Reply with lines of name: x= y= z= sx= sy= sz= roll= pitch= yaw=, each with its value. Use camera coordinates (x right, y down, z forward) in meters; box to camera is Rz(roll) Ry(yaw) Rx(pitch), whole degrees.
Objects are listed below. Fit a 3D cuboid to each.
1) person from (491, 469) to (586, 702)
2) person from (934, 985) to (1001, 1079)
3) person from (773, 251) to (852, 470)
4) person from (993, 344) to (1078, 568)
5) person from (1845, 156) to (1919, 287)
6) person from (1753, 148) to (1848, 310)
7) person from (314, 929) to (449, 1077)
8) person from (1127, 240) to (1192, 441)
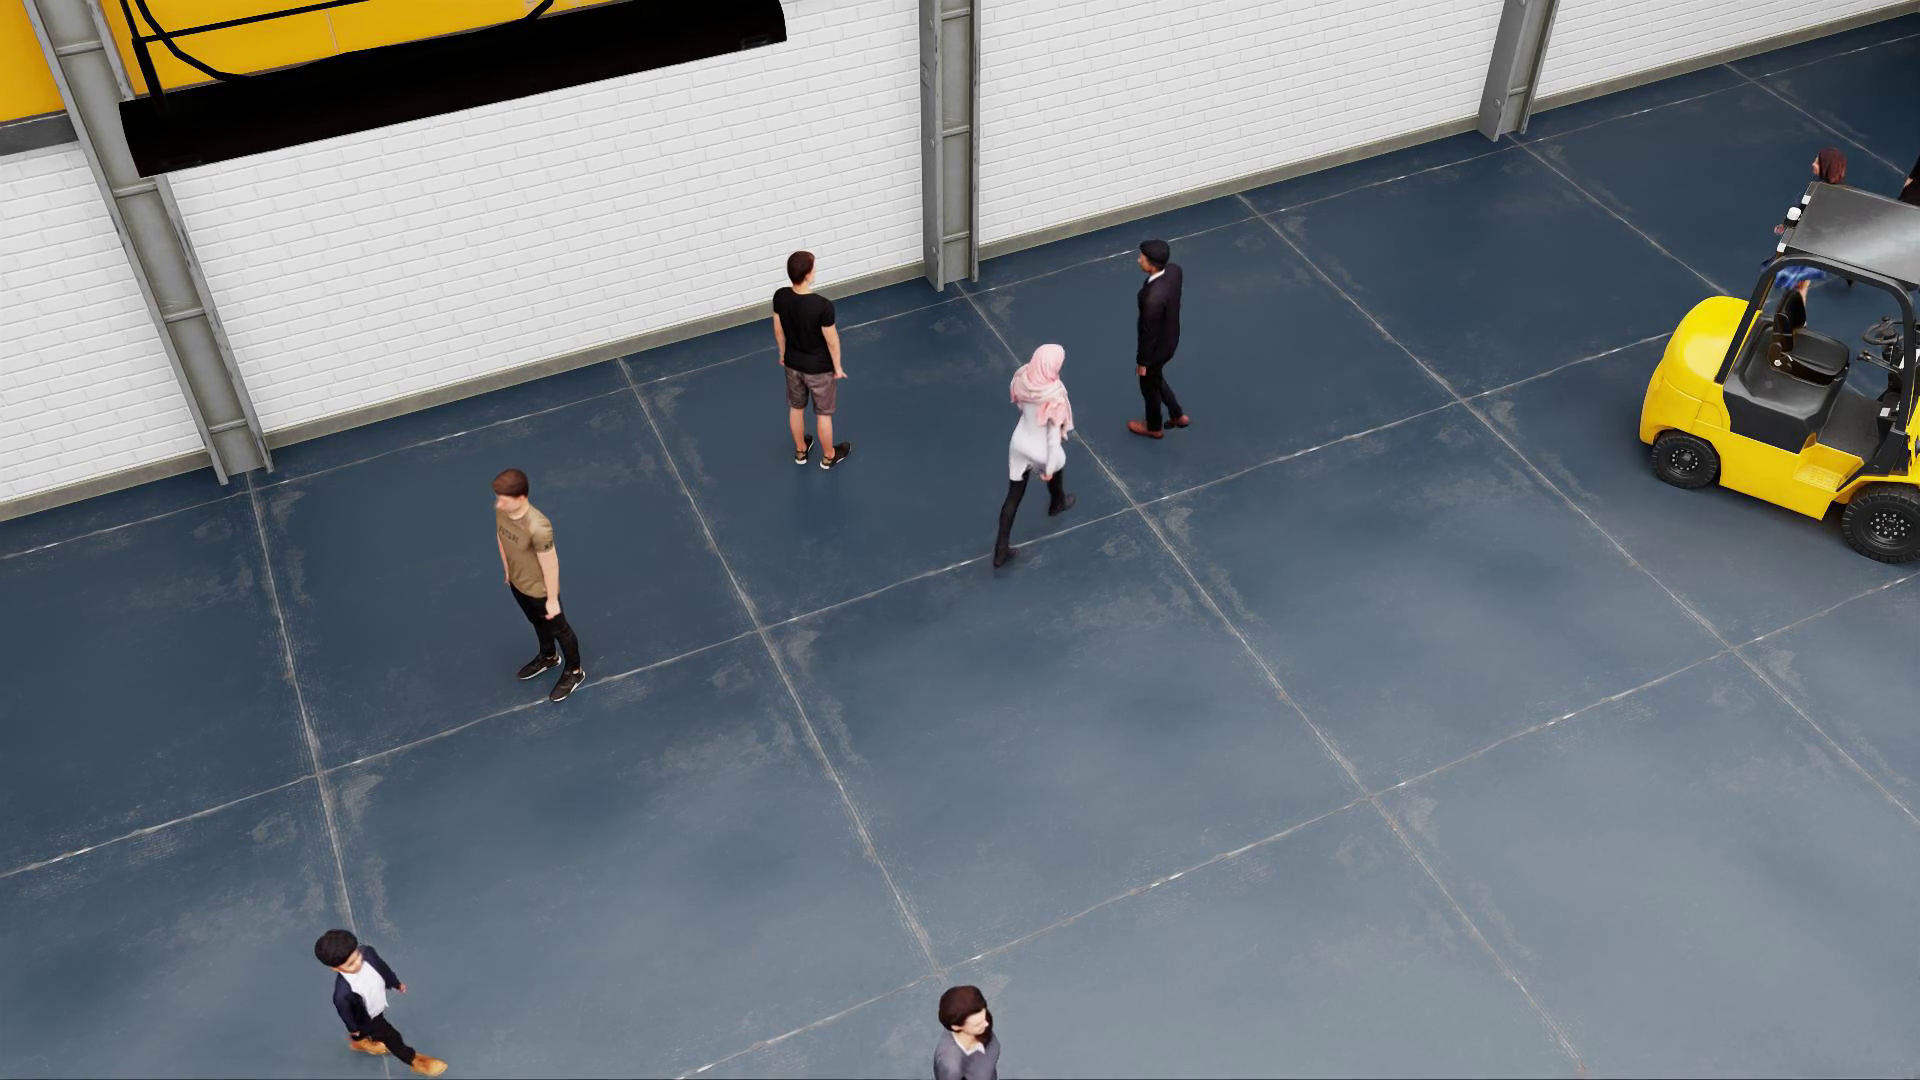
person: x=-2.710 y=0.255 z=10.617 sx=0.741 sy=1.852 sz=0.720 roll=30 pitch=51 yaw=28
person: x=-0.044 y=2.697 z=8.133 sx=1.116 sy=1.743 sz=1.031 roll=12 pitch=45 yaw=12
person: x=-1.127 y=-1.312 z=12.255 sx=0.771 sy=1.861 sz=0.819 roll=16 pitch=46 yaw=16
person: x=0.463 y=-0.568 z=11.559 sx=1.008 sy=1.744 sz=1.291 roll=30 pitch=51 yaw=28
person: x=7.977 y=-2.787 z=13.986 sx=1.090 sy=1.609 sz=0.742 roll=-10 pitch=44 yaw=-10
person: x=6.832 y=-2.287 z=13.335 sx=0.942 sy=1.783 sz=0.896 roll=18 pitch=46 yaw=18
person: x=-3.192 y=2.430 z=8.809 sx=0.904 sy=1.197 sz=0.784 roll=8 pitch=44 yaw=8
person: x=1.552 y=-1.424 z=12.375 sx=0.971 sy=1.857 sz=0.900 roll=23 pitch=48 yaw=22
